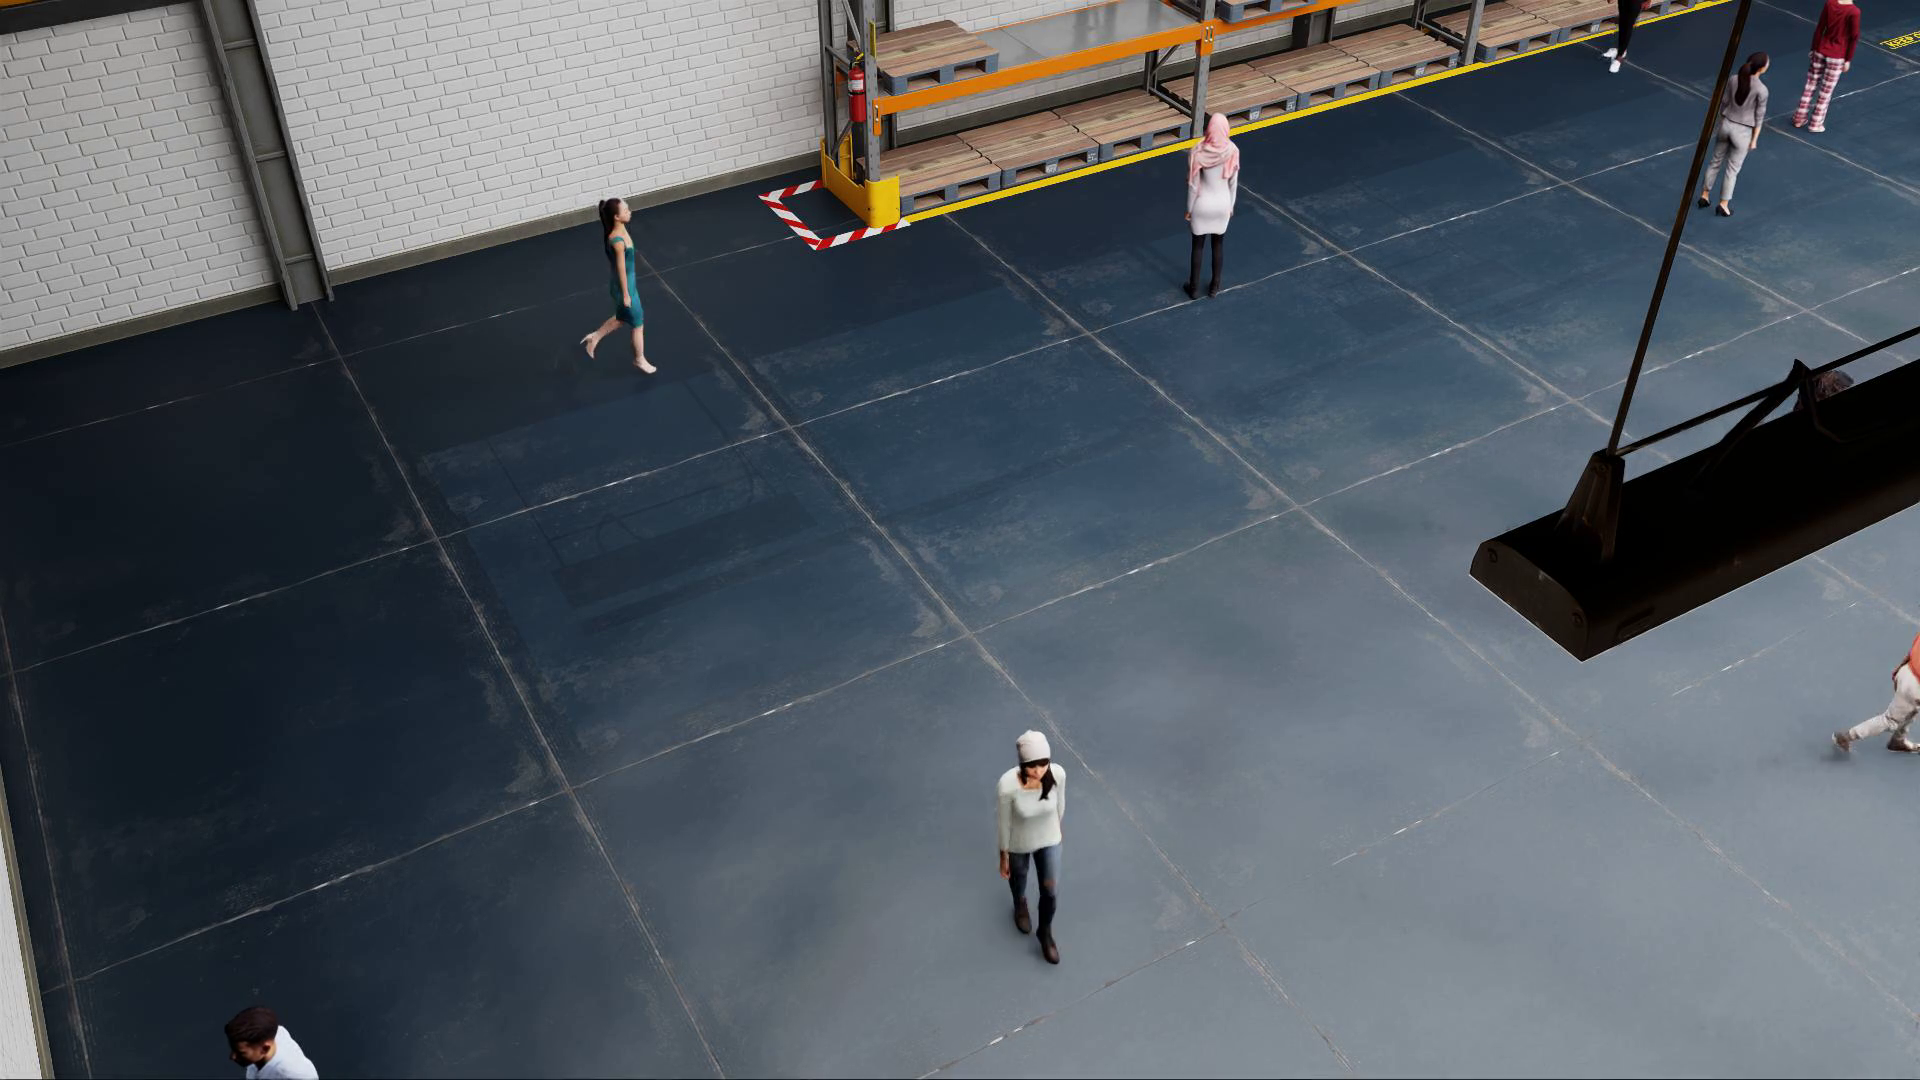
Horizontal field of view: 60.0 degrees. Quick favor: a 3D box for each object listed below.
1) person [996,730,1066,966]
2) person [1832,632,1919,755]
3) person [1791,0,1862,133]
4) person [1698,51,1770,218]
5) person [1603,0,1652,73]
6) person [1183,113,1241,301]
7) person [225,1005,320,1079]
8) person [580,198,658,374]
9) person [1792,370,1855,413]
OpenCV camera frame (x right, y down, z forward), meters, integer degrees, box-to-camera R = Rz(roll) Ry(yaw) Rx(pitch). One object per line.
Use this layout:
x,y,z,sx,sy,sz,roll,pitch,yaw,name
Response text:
0.371,1.635,9.415,0.761,1.628,0.759,-6,39,-8,person
6.017,0.916,10.581,0.927,1.297,0.814,3,39,4,person
9.423,-5.266,17.997,0.494,1.703,0.622,-22,44,-25,person
7.667,-4.017,16.453,0.582,1.678,0.613,-21,43,-24,person
7.847,-6.384,19.392,0.907,1.708,0.719,-25,45,-28,person
2.278,-3.026,15.111,0.678,1.804,0.786,-3,39,-4,person
-3.081,2.785,7.801,0.689,1.845,0.656,32,48,33,person
-2.919,-2.116,14.080,0.945,1.667,0.779,-3,39,-4,person
6.097,-0.551,12.166,0.783,1.611,0.749,2,39,3,person
